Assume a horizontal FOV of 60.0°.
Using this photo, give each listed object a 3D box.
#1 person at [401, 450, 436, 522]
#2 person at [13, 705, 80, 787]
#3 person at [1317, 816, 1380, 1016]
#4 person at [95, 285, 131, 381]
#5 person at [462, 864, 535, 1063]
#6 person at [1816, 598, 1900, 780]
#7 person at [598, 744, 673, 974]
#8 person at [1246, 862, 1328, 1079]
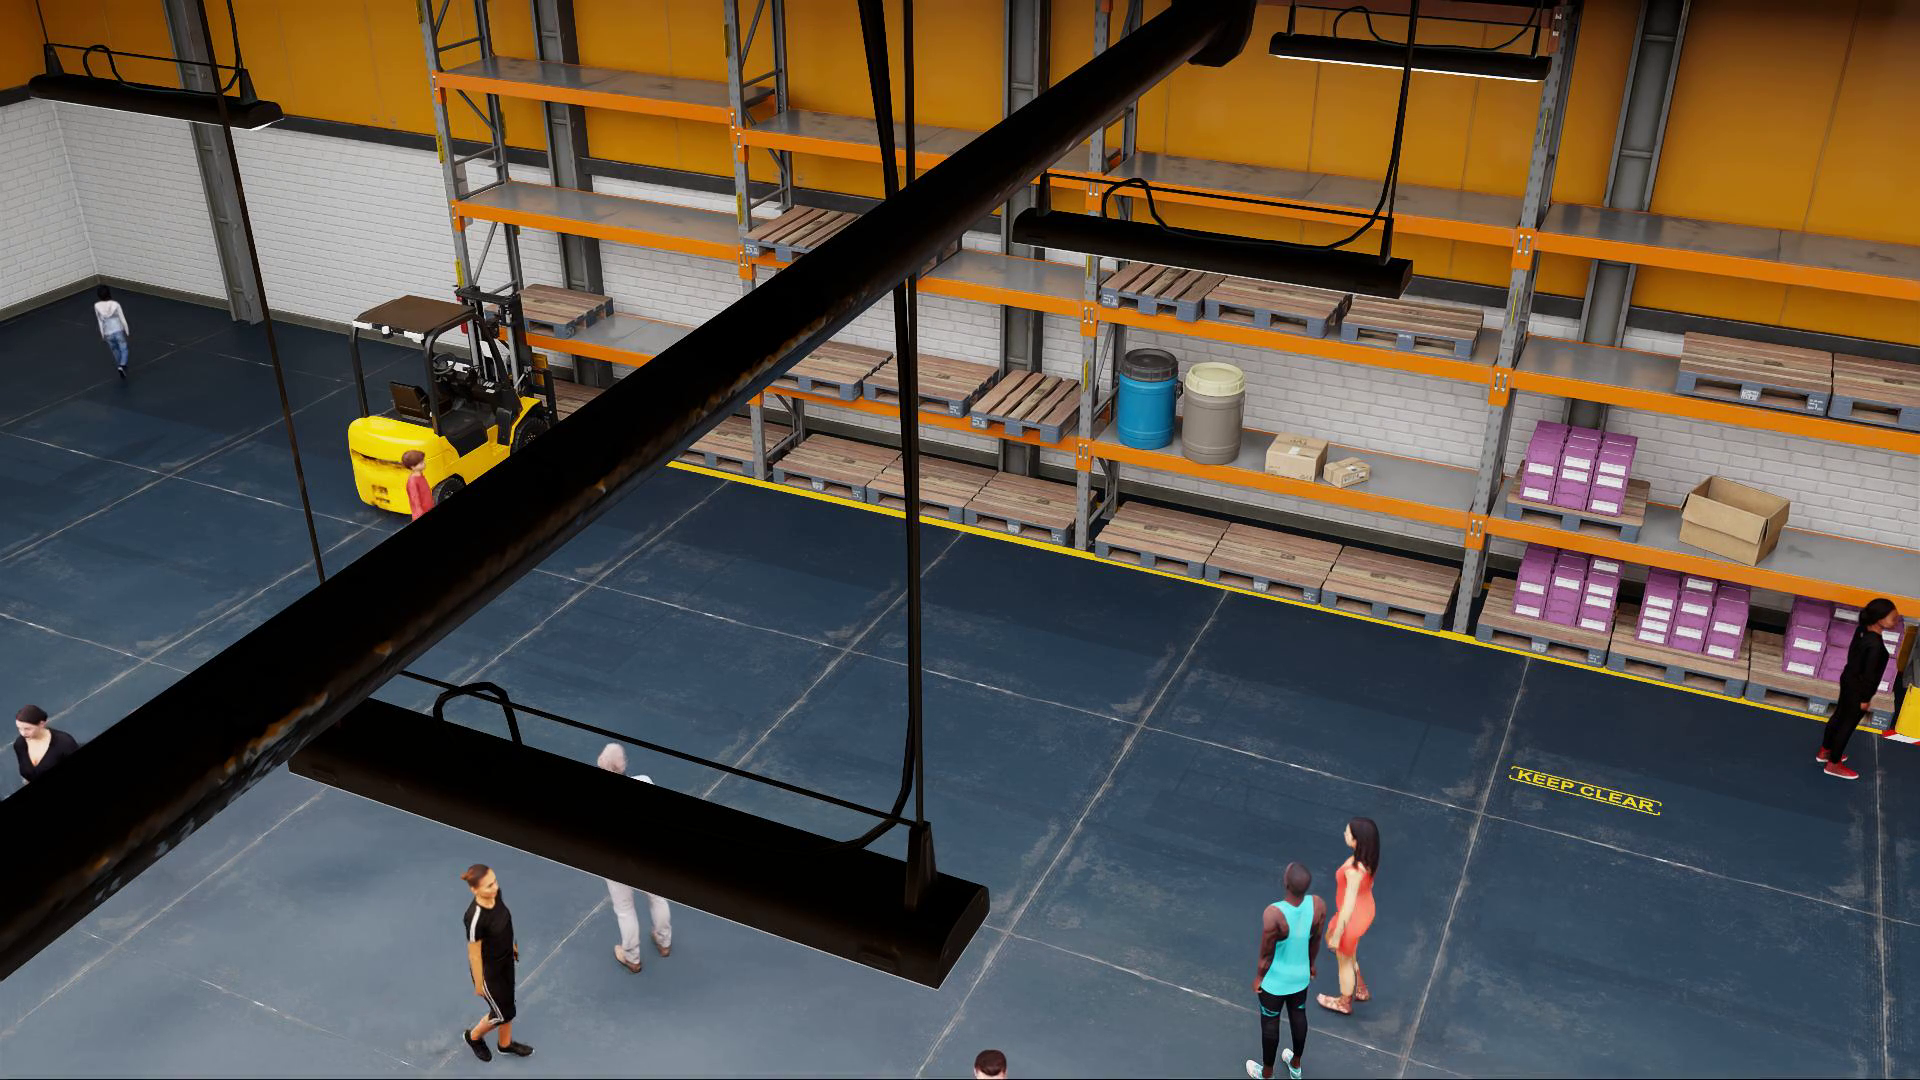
[{"bbox_3d":[-5.577,-0.264,17.076,0.910,1.401,0.720,0,29,0],"label":"person"},{"bbox_3d":[-6.788,1.959,12.641,0.689,1.746,0.833,2,29,4],"label":"person"},{"bbox_3d":[2.782,2.629,11.448,0.603,1.712,0.619,14,32,24],"label":"person"},{"bbox_3d":[-11.049,-2.696,21.698,0.794,1.246,0.814,-7,29,-12],"label":"person"},{"bbox_3d":[-3.200,2.826,11.144,0.756,1.656,0.680,4,29,8],"label":"person"},{"bbox_3d":[7.579,1.234,14.046,0.608,1.673,0.645,5,29,8],"label":"person"},{"bbox_3d":[-2.355,2.268,11.925,0.747,1.889,0.754,-18,33,-29],"label":"person"},{"bbox_3d":[2.142,2.857,10.927,0.669,1.811,0.739,-9,30,-16],"label":"person"}]
